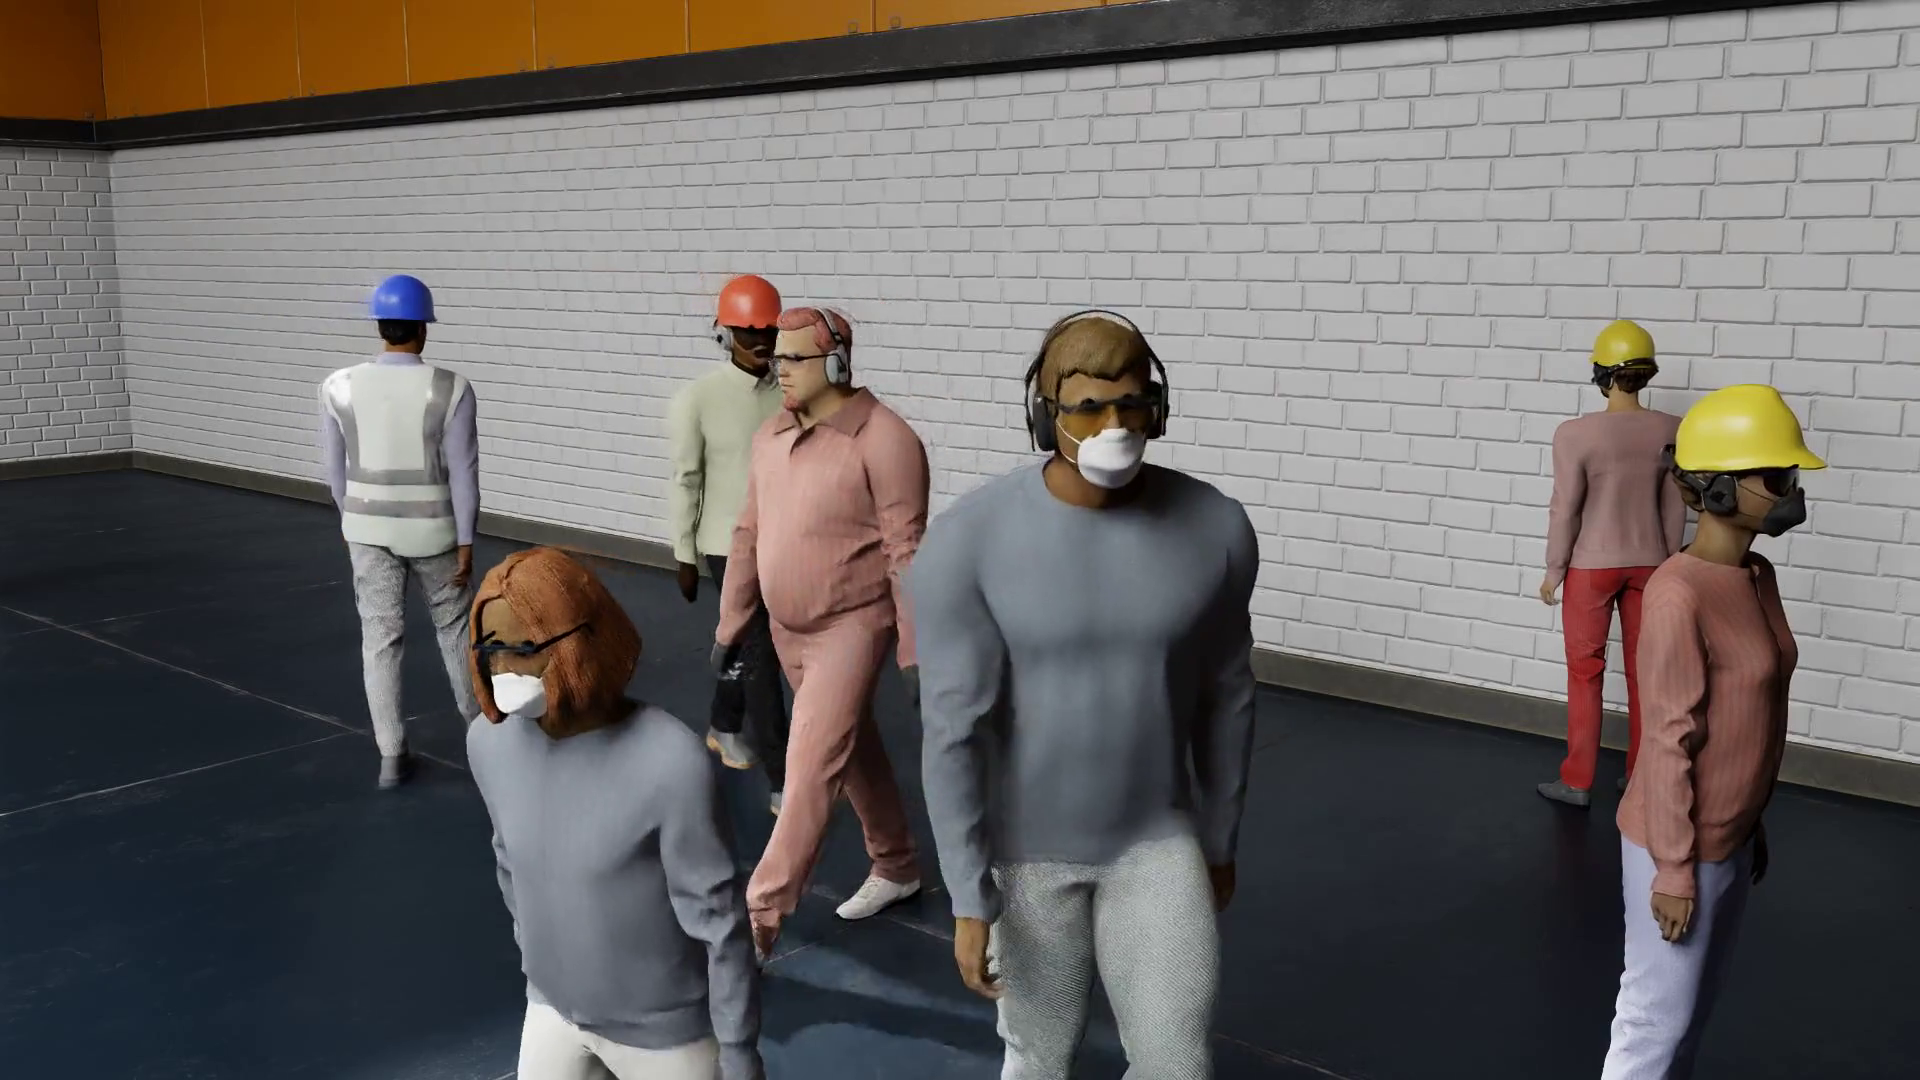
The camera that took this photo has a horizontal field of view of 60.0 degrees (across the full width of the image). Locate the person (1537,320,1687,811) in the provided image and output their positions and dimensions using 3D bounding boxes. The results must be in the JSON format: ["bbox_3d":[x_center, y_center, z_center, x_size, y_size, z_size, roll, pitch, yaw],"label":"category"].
[{"bbox_3d":[2.348,0.099,5.992,0.522,1.772,0.303,-1,10,-8],"label":"person"}]

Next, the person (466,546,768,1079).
[{"bbox_3d":[-0.493,0.757,2.769,0.515,1.592,0.782,5,11,27],"label":"person"}]

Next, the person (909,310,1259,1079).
[{"bbox_3d":[0.230,0.564,2.917,0.641,1.920,0.469,-2,10,-9],"label":"person"}]

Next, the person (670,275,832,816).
[{"bbox_3d":[-0.761,-0.003,6.141,0.604,1.938,1.071,-8,12,-37],"label":"person"}]

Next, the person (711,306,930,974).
[{"bbox_3d":[-0.452,0.274,4.742,0.990,1.852,0.677,-9,14,-42],"label":"person"}]

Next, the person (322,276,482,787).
[{"bbox_3d":[-2.123,-0.058,6.490,0.612,1.913,0.842,0,10,-2],"label":"person"}]

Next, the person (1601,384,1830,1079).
[{"bbox_3d":[1.457,0.582,3.241,0.308,1.772,0.525,8,13,39],"label":"person"}]
